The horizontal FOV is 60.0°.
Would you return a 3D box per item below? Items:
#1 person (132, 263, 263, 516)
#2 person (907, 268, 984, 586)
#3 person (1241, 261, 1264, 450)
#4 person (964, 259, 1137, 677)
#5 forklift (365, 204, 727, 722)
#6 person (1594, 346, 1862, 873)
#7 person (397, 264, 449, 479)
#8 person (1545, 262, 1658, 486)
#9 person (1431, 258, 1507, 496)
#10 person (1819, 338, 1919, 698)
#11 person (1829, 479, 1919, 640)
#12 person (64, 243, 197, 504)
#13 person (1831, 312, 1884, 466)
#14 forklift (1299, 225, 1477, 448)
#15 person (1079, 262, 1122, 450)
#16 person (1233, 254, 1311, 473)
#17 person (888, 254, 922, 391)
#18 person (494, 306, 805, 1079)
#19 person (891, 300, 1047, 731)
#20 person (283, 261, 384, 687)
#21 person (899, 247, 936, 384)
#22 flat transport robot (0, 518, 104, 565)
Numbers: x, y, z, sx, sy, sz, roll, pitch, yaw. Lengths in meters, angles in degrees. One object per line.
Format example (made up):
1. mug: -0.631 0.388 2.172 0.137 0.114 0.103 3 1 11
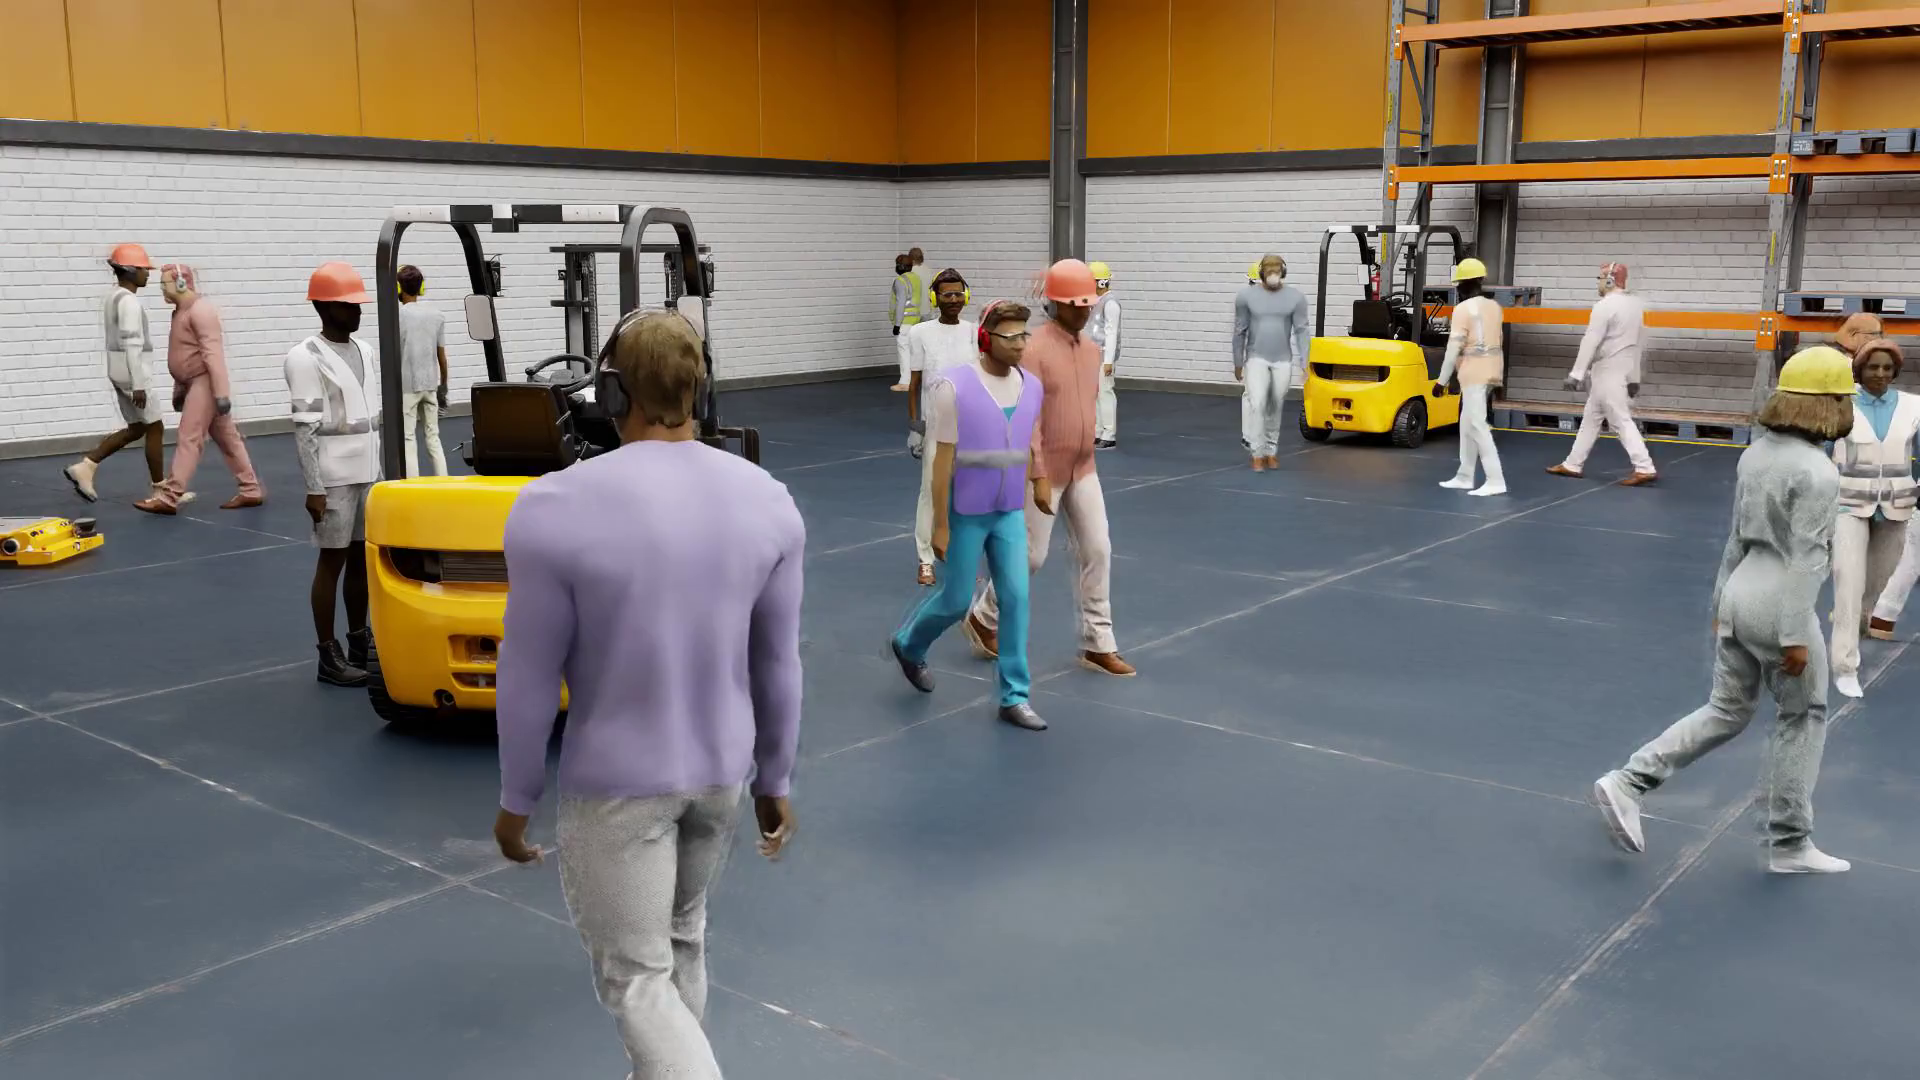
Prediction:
1. person: -5.729 -1.113 12.377 0.977 1.854 0.657 -6 12 -32
2. person: -0.065 -0.666 9.863 0.508 1.872 0.329 -4 11 -20
3. person: 2.904 -1.788 16.183 0.404 1.833 0.590 1 10 6
4. person: 0.395 -0.340 7.851 0.616 1.960 0.862 -9 14 -42
5. forklift: -1.766 -0.406 7.525 1.214 2.155 2.313 1 10 7
6. person: 2.494 0.236 5.329 0.735 1.716 0.488 -1 10 -5
7. person: -3.984 -1.073 12.159 0.332 1.861 0.532 9 14 41
8. person: 5.458 -1.391 13.937 1.013 1.861 0.656 9 14 41
9. person: 4.155 -1.298 13.362 0.682 1.891 0.607 10 14 43
10. person: 4.190 -0.124 7.688 0.512 1.610 0.833 2 10 12
11. person: 4.768 -0.351 8.175 0.904 1.844 0.605 6 12 31
12. person: -6.354 -1.239 12.628 0.805 2.020 0.617 -7 13 -35
13. person: 5.487 -0.569 10.086 0.818 1.597 0.503 8 13 38
14. forklift: 4.449 -2.115 16.993 1.214 2.155 2.313 8 13 38
15. person: 1.359 -1.791 16.229 0.403 1.826 0.596 -3 11 -15
16. person: 2.740 -1.544 14.608 0.660 1.904 0.731 0 10 1
17. person: -0.753 -2.944 22.566 0.429 1.842 0.637 4 11 23
18. person: -0.577 0.491 3.355 0.631 1.913 0.899 -9 13 -40
19. person: 0.047 -0.129 7.091 0.565 1.806 0.827 -8 13 -37
20. person: -2.816 -0.303 7.663 0.357 1.936 0.551 3 11 15
21. person: -0.605 -3.129 23.322 0.637 1.936 0.355 -8 13 -38
22. flat transport robot: -6.336 0.002 10.590 1.431 0.197 0.652 0 10 -1
